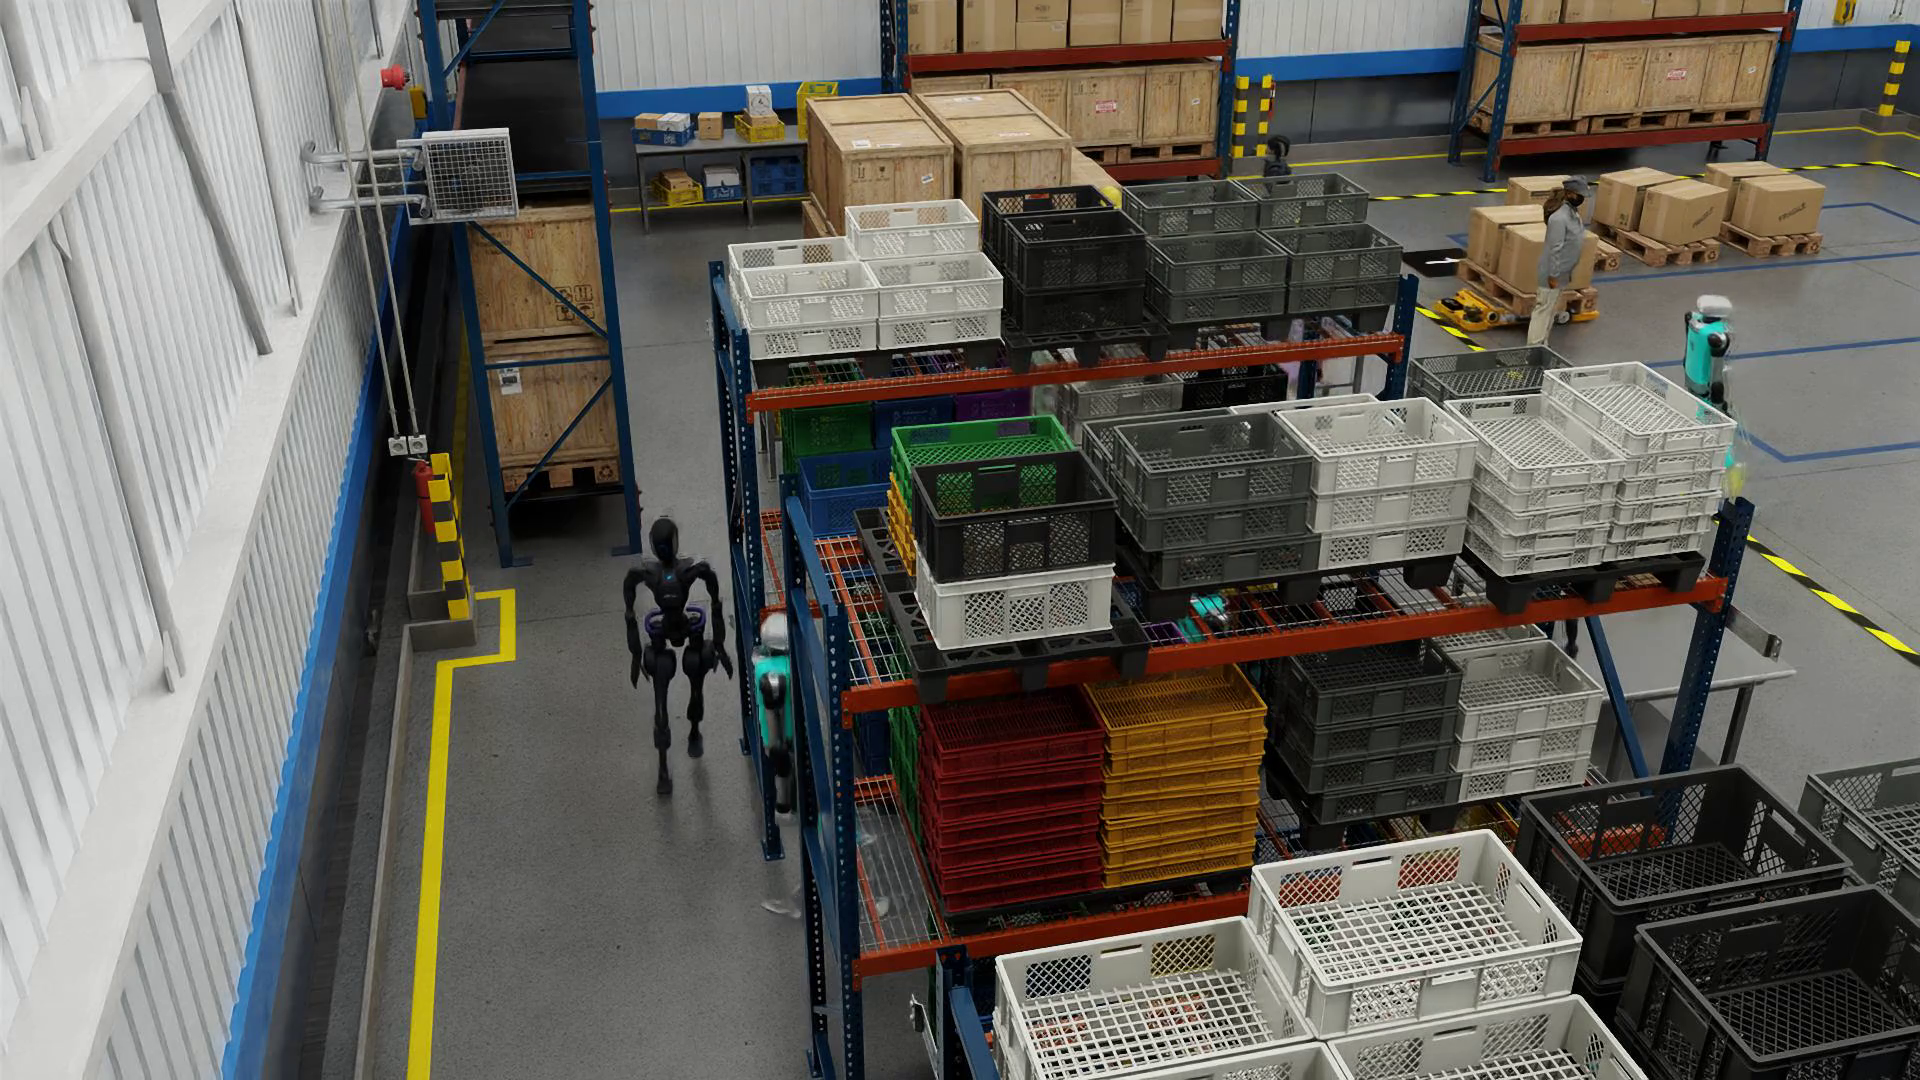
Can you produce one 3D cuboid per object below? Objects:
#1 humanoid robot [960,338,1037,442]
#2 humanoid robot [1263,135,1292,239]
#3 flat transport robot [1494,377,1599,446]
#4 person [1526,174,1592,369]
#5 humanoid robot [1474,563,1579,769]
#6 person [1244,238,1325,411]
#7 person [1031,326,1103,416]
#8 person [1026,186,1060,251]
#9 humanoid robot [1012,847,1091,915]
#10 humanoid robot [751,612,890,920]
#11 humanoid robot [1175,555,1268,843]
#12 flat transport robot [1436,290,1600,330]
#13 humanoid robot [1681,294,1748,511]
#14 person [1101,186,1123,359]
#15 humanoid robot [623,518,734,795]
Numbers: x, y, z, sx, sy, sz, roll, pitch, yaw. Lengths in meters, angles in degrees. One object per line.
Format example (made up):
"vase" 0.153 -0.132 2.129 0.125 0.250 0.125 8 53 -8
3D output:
"humanoid robot" 0.297 -0.504 11.323 0.531 1.688 0.745 -4 28 -7
"humanoid robot" 3.144 -3.243 16.714 0.495 1.642 0.602 9 29 16
"flat transport robot" 4.780 -1.036 14.013 0.659 0.231 1.431 -6 28 -12
"person" 5.402 -2.449 15.088 0.403 1.763 0.563 16 32 27
"humanoid robot" 3.059 0.743 9.159 0.682 1.647 0.601 -25 36 -38
"person" 2.411 -1.364 12.762 0.646 2.010 0.871 -21 35 -35
"person" 0.686 -0.900 12.017 0.777 1.895 0.413 -20 34 -33
"person" 0.696 -2.120 14.337 0.572 1.883 0.354 0 28 0
"humanoid robot" 0.464 1.212 8.027 0.735 1.677 0.533 3 28 6
"humanoid robot" -0.608 1.182 8.288 0.838 1.819 0.559 -2 28 -3
"humanoid robot" 1.459 0.816 8.821 0.746 1.695 0.530 -9 29 -17
"flat transport robot" 5.518 -2.327 16.431 1.431 0.197 0.652 -6 28 -12
"humanoid robot" 5.636 -0.911 12.319 0.761 1.881 0.544 -1 28 -2
"person" 1.274 -2.194 14.529 0.589 1.834 0.404 6 28 11
"humanoid robot" -1.580 0.635 9.374 0.585 1.624 0.744 -5 28 -9
